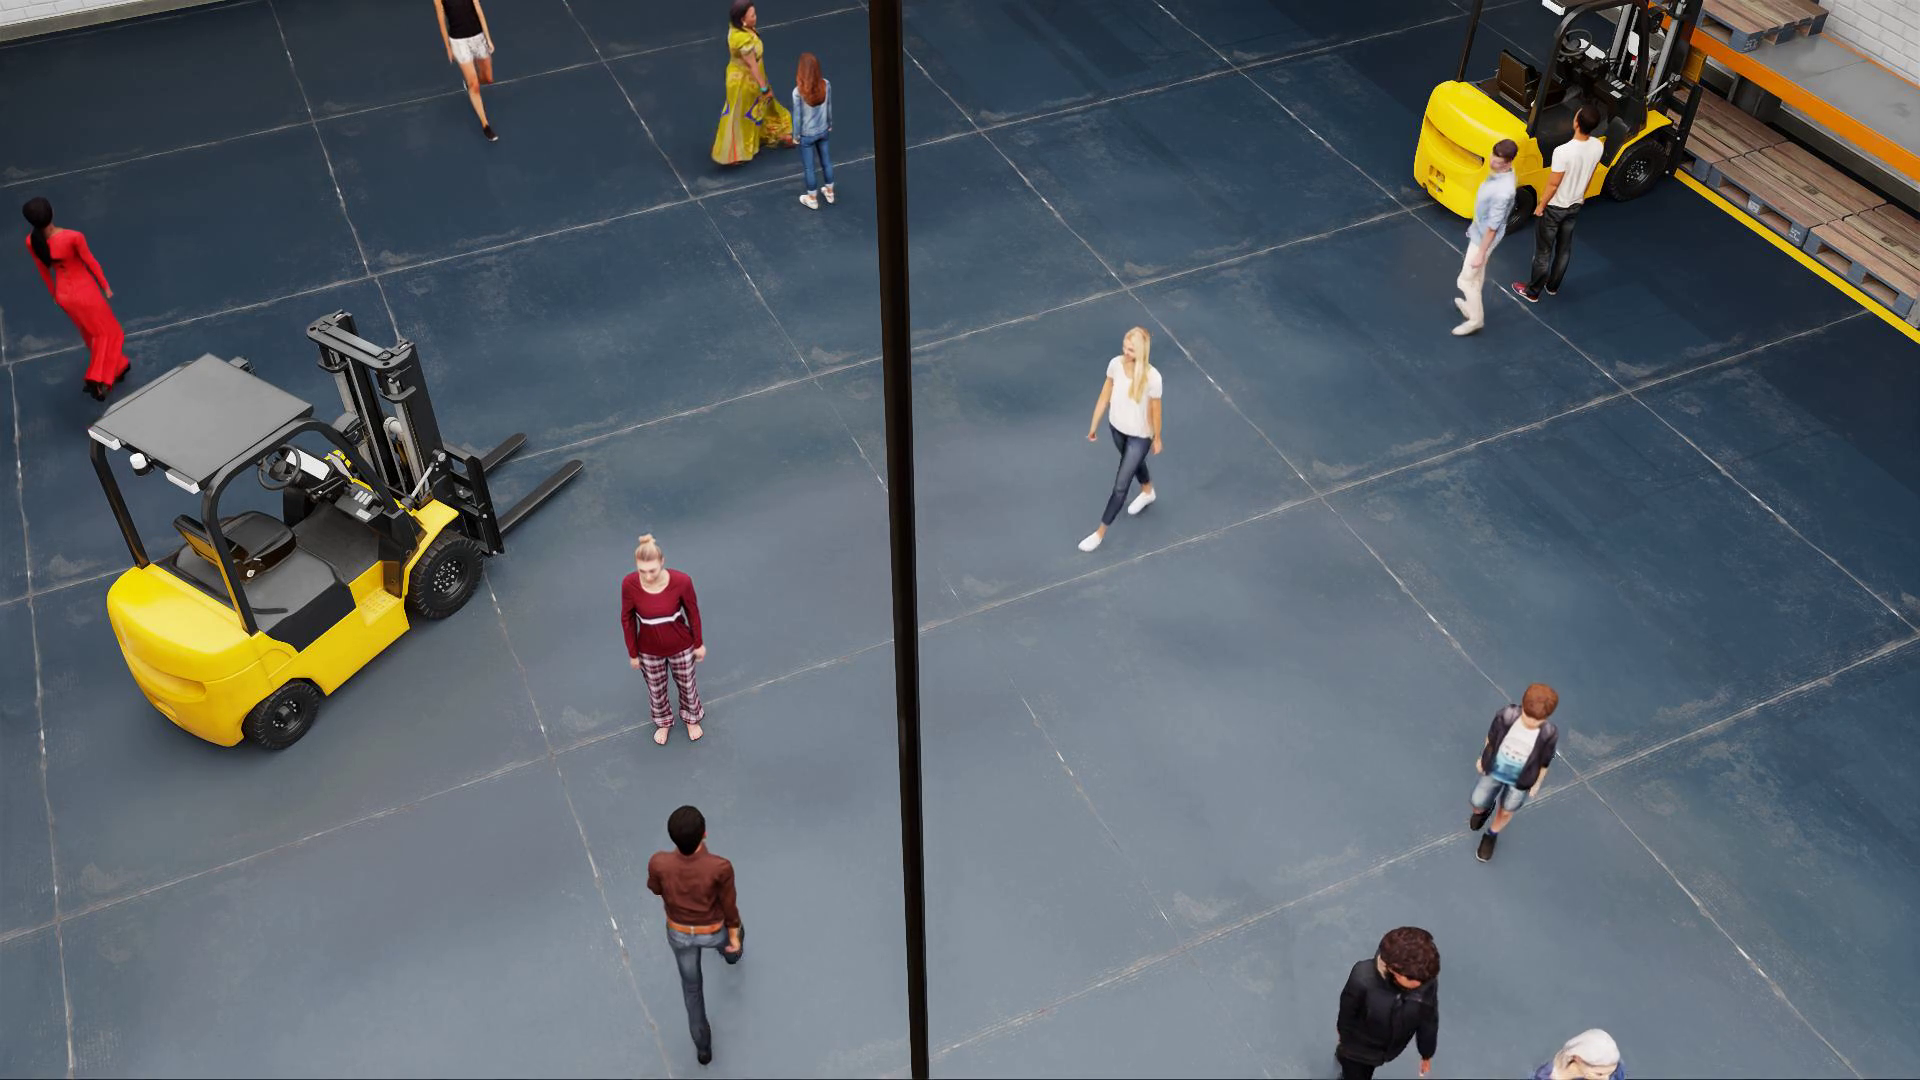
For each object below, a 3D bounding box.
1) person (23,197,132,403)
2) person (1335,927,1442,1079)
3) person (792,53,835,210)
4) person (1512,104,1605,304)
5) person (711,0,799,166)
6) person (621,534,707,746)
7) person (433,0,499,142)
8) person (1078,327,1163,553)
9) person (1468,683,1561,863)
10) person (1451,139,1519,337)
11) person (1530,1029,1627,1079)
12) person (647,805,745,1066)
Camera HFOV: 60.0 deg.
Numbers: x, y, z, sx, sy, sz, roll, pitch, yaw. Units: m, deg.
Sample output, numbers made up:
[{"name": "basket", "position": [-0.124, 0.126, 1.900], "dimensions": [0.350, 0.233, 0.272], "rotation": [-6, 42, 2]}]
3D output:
[{"name": "person", "position": [-6.875, -1.839, 12.960], "dimensions": [0.886, 1.766, 1.047], "rotation": [2, 44, 2]}, {"name": "person", "position": [2.117, 2.431, 8.501], "dimensions": [0.775, 1.725, 1.120], "rotation": [-7, 44, -7]}, {"name": "person", "position": [-1.330, -3.726, 15.146], "dimensions": [0.597, 1.473, 0.540], "rotation": [-28, 50, -26]}, {"name": "person", "position": [5.066, -2.828, 13.971], "dimensions": [0.626, 1.804, 0.510], "rotation": [-18, 46, -18]}, {"name": "person", "position": [-2.091, -4.253, 15.603], "dimensions": [1.031, 1.617, 1.226], "rotation": [-6, 44, -6]}, {"name": "person", "position": [-1.841, 0.643, 10.397], "dimensions": [0.677, 1.699, 0.596], "rotation": [-7, 44, -7]}, {"name": "person", "position": [-4.774, -4.836, 16.052], "dimensions": [0.710, 1.830, 1.024], "rotation": [-25, 49, -24]}, {"name": "person", "position": [1.273, -0.795, 11.857], "dimensions": [0.960, 1.766, 1.172], "rotation": [-34, 53, -30]}, {"name": "person", "position": [3.281, 1.323, 9.870], "dimensions": [0.685, 1.442, 0.746], "rotation": [21, 47, 20]}, {"name": "person", "position": [4.320, -2.499, 13.598], "dimensions": [0.905, 1.832, 0.836], "rotation": [21, 47, 21]}, {"name": "person", "position": [2.890, 2.794, 8.153], "dimensions": [0.755, 1.690, 0.940], "rotation": [-7, 44, -7]}, {"name": "person", "position": [-1.391, 2.142, 8.801], "dimensions": [0.938, 1.729, 1.184], "rotation": [-1, 44, -1]}]
